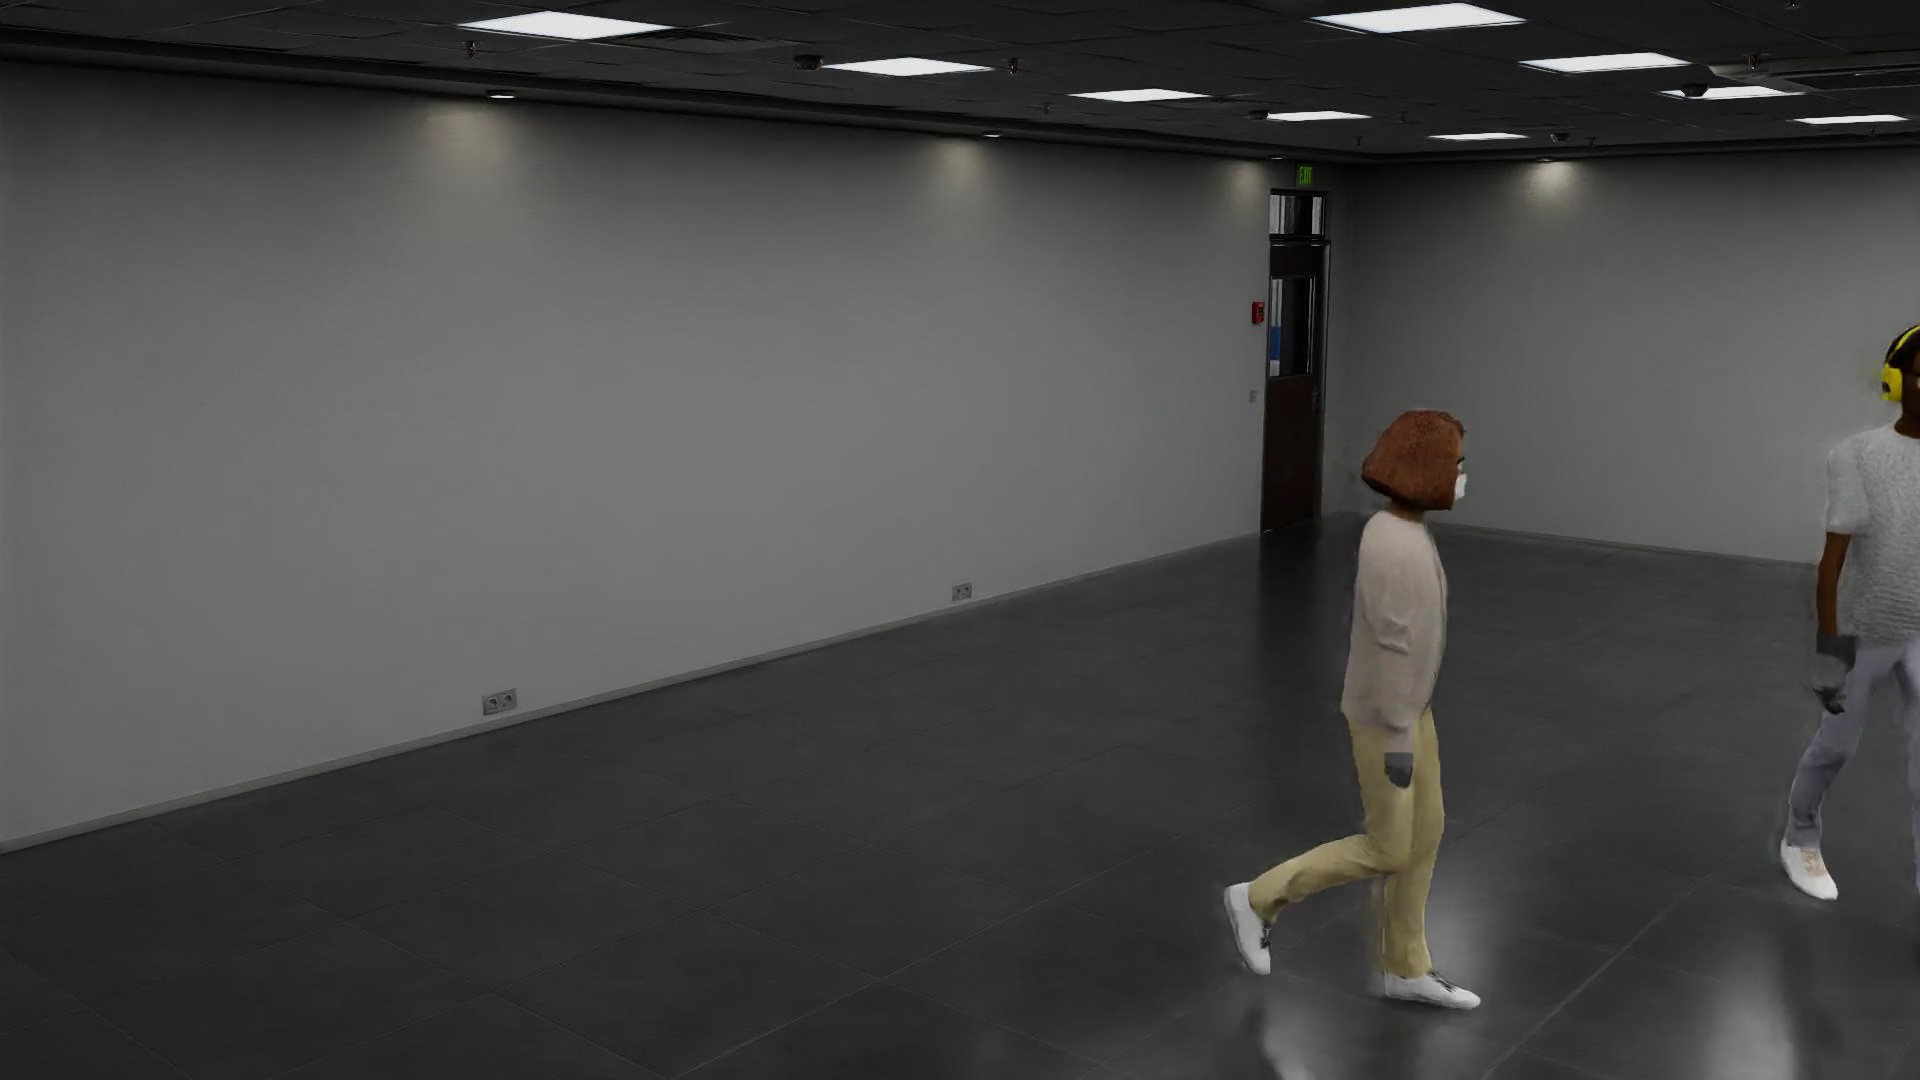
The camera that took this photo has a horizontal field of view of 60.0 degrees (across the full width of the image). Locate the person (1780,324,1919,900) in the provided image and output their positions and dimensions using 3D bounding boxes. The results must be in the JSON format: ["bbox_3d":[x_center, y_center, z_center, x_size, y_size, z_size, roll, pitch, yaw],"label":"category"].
[{"bbox_3d":[2.706,0.278,4.842,0.530,1.821,1.008,0,10,-1],"label":"person"}]

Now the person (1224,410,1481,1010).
[{"bbox_3d":[1.064,0.453,4.381,0.598,1.611,0.499,5,11,25],"label":"person"}]
